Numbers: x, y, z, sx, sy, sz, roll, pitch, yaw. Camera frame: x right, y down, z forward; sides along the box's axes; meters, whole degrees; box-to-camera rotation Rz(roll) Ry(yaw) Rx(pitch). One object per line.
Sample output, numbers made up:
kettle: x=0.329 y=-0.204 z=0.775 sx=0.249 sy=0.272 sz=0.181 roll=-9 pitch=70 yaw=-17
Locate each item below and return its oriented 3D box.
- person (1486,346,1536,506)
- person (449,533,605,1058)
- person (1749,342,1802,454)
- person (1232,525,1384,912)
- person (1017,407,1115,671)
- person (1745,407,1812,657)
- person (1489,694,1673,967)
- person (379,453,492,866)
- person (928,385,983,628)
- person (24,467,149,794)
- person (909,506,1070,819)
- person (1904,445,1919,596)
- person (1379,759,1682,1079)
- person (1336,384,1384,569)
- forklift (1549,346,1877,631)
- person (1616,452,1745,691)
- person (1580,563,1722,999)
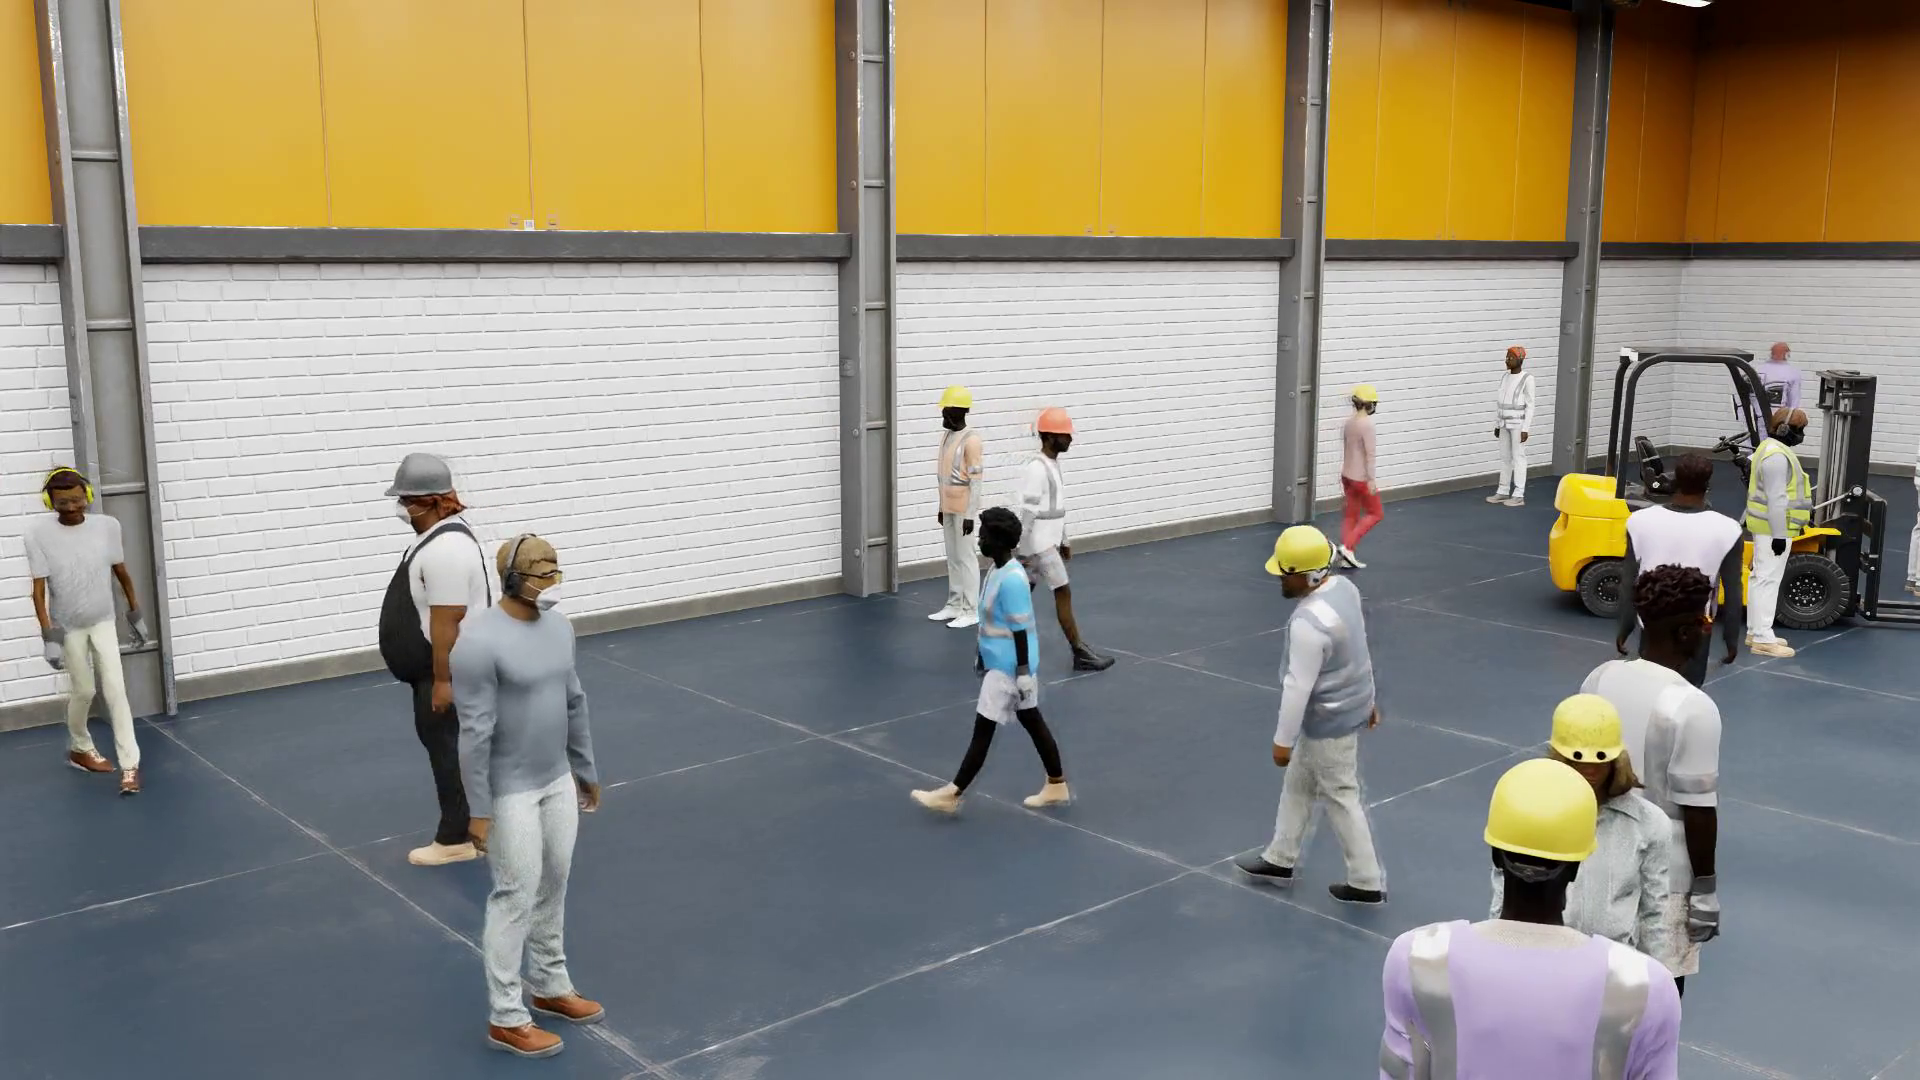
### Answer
person: x=6.532 y=-1.343 z=19.668 sx=0.355 sy=1.883 sz=0.573 roll=-4 pitch=10 yaw=-20
person: x=-1.602 y=0.928 z=6.233 sx=0.414 sy=1.932 sz=0.648 roll=4 pitch=11 yaw=23
person: x=10.183 y=-1.531 z=20.809 sx=0.657 sy=1.867 sz=0.896 roll=8 pitch=12 yaw=38
person: x=1.577 y=0.789 z=7.508 sx=0.792 sy=1.772 sz=0.660 roll=4 pitch=11 yaw=24
person: x=0.594 y=-0.009 z=11.869 sx=1.005 sy=1.885 sz=0.557 roll=2 pitch=10 yaw=12
person: x=6.058 y=-0.067 z=12.337 sx=0.429 sy=1.838 sz=0.621 roll=4 pitch=10 yaw=20
person: x=1.766 y=1.276 z=4.777 sx=0.486 sy=1.733 sz=0.358 roll=2 pitch=10 yaw=10
person: x=-2.464 y=0.557 z=8.079 sx=0.672 sy=2.000 sz=0.701 roll=-3 pitch=10 yaw=-20
person: x=-0.021 y=-0.269 z=13.238 sx=0.363 sy=1.930 sz=0.587 roll=-5 pitch=11 yaw=-26
person: x=-4.819 y=0.477 z=9.225 sx=0.602 sy=1.816 sz=0.842 roll=-9 pitch=13 yaw=-43
person: x=0.189 y=0.641 z=8.712 sx=0.893 sy=1.642 sz=0.553 roll=-1 pitch=10 yaw=-5
person: x=8.466 y=-0.447 z=14.408 sx=0.339 sy=1.884 sz=0.585 roll=3 pitch=10 yaw=17
person: x=1.168 y=1.398 z=3.483 sx=0.585 sy=1.929 sz=0.371 roll=4 pitch=10 yaw=20
person: x=3.753 y=-0.578 z=15.550 sx=0.371 sy=1.751 sz=0.541 roll=-3 pitch=10 yaw=-15
forklift: x=6.109 y=-0.478 z=13.691 sx=2.313 sy=2.155 sz=1.214 roll=3 pitch=10 yaw=16
person: x=3.901 y=0.467 z=9.014 sx=0.616 sy=1.898 sz=0.480 roll=6 pitch=11 yaw=31
person: x=2.267 y=1.042 z=5.455 sx=0.367 sy=1.967 sz=0.604 roll=-3 pitch=10 yaw=-16
